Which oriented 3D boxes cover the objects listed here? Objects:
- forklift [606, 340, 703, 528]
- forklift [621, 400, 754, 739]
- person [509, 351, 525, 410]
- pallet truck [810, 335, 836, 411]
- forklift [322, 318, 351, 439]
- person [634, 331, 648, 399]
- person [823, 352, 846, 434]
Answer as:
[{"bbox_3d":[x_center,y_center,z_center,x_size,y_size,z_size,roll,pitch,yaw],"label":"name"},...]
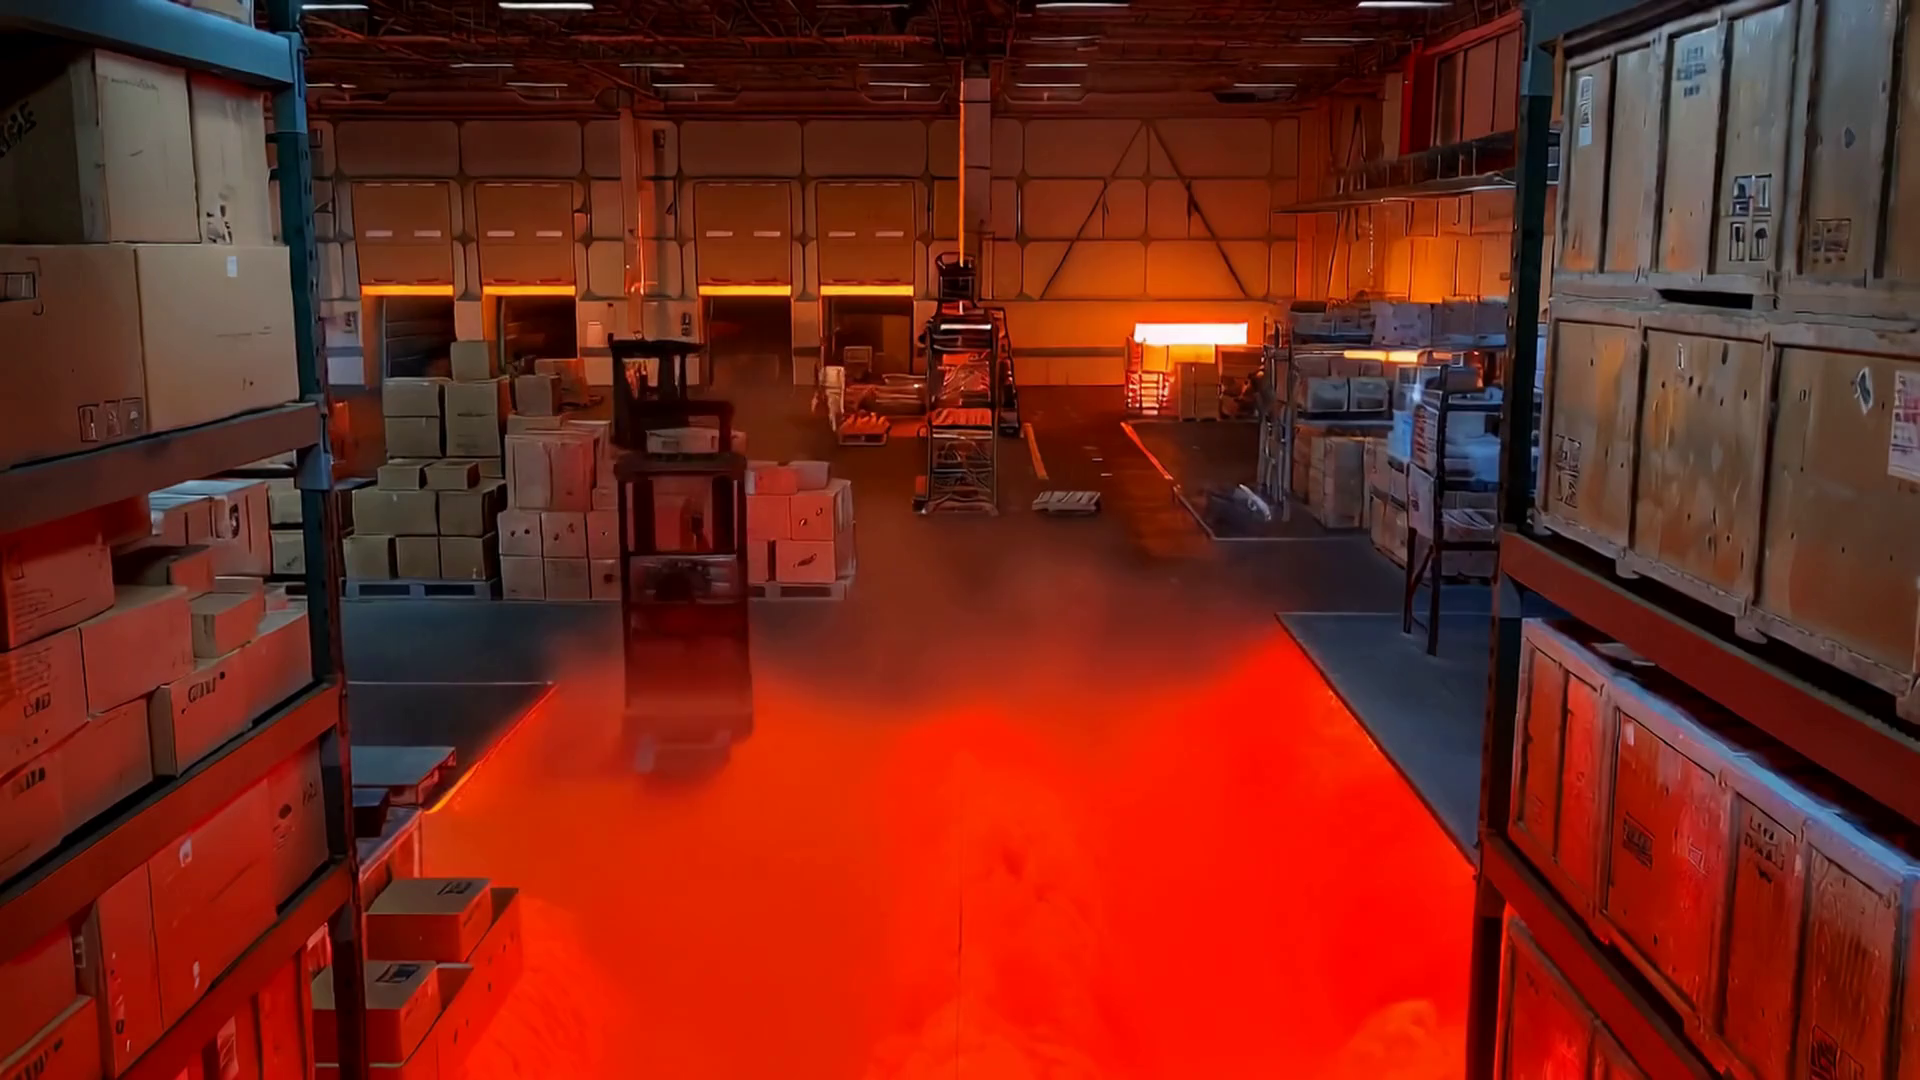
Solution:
[{"bbox_3d":[-4.729,-1.598,24.923,1.129,2.768,1.873,-6,12,-33],"label":"forklift"},{"bbox_3d":[-2.450,0.154,14.815,1.129,2.768,1.873,-1,10,-8],"label":"forklift"},{"bbox_3d":[-10.147,-3.362,37.954,1.003,1.901,0.647,1,10,6],"label":"person"},{"bbox_3d":[-3.021,-4.312,43.126,1.885,1.965,0.823,3,10,17],"label":"pallet truck"},{"bbox_3d":[-13.005,-3.008,33.057,1.129,2.768,1.873,0,10,1],"label":"forklift"},{"bbox_3d":[-9.036,-4.945,46.982,0.544,1.929,0.388,8,13,38],"label":"person"},{"bbox_3d":[-2.837,-3.335,37.850,0.609,1.868,0.453,6,12,31],"label":"person"}]
